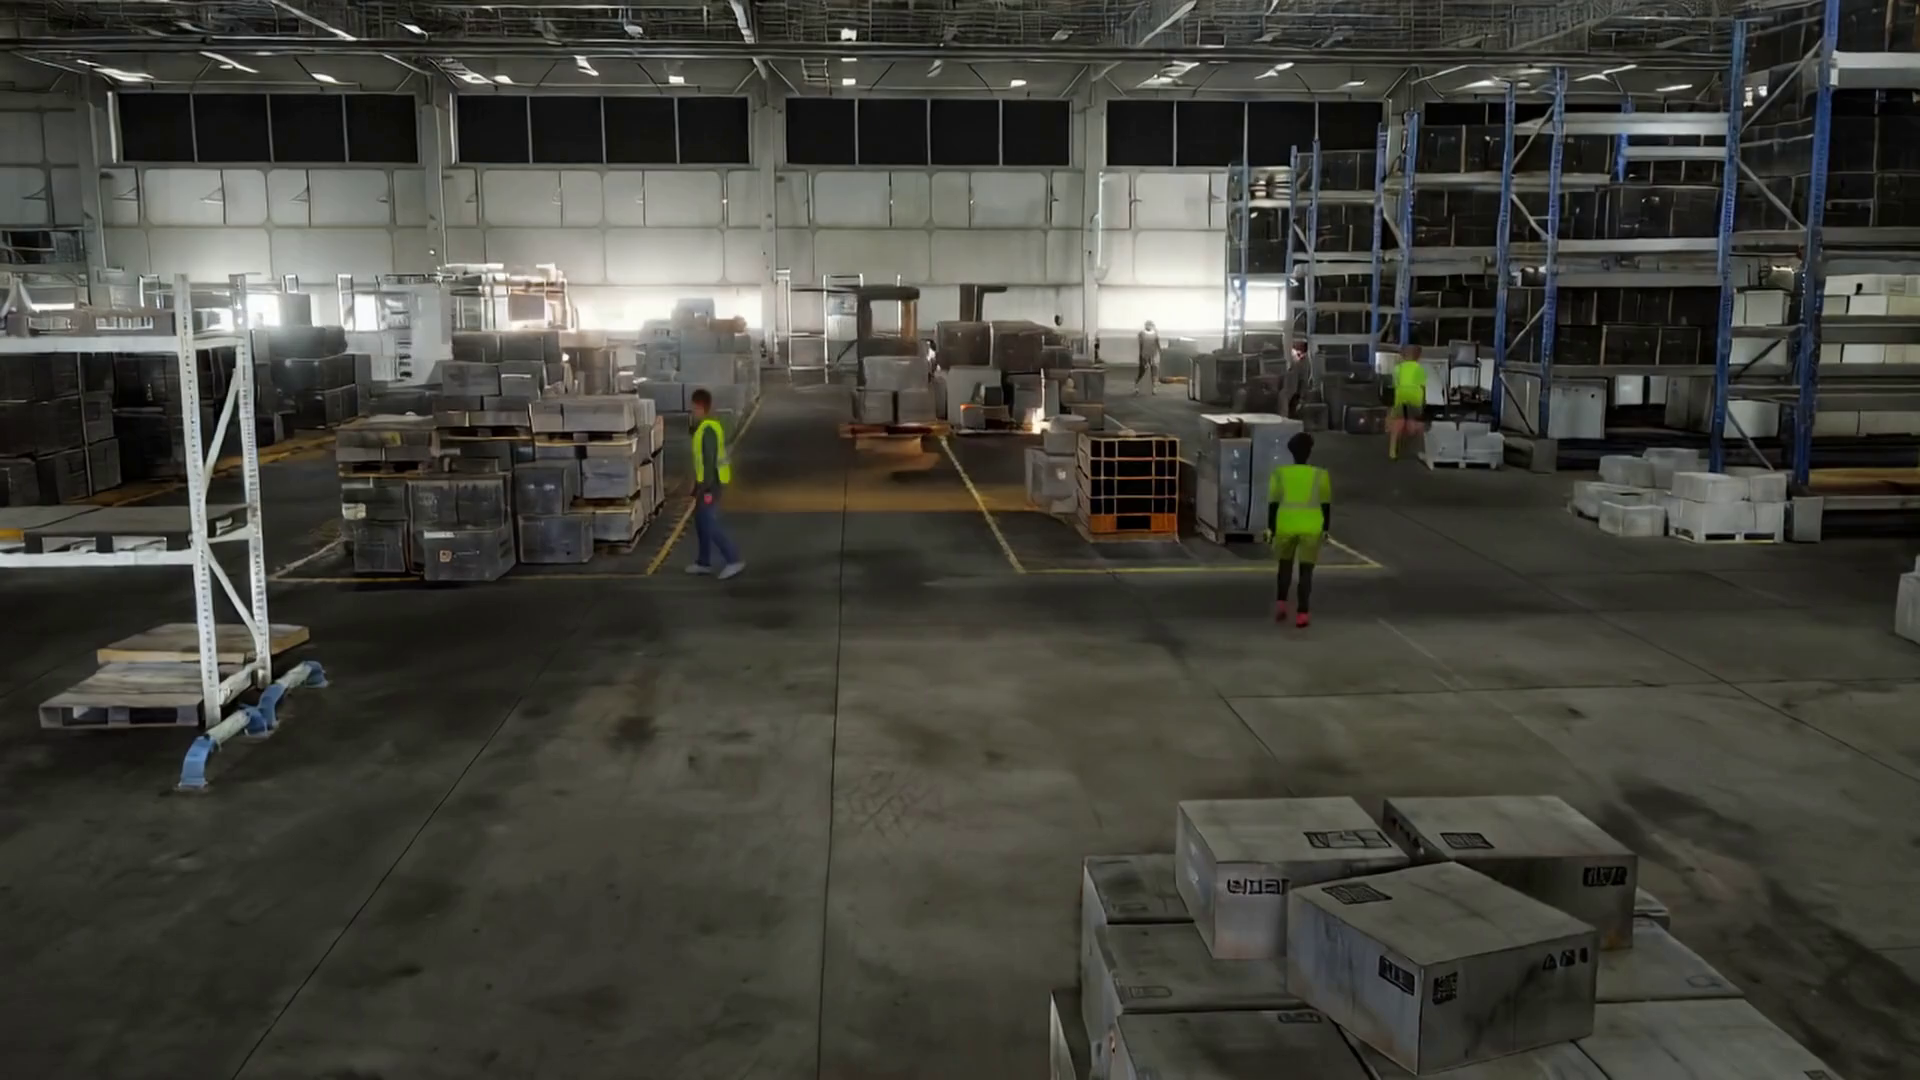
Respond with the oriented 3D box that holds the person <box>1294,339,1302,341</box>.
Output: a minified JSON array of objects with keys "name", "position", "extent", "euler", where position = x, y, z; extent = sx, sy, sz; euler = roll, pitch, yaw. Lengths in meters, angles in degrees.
[{"name":"person","position":[8.553,-4.419,41.706],"extent":[0.483,1.624,0.576],"euler":[-4,10,-21]}]

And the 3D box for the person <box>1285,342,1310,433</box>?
[{"name":"person","position":[5.716,-2.407,28.202],"extent":[0.402,1.904,0.652],"euler":[2,9,10]}]

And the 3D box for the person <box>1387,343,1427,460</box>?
[{"name":"person","position":[7.456,-2.283,27.410],"extent":[0.677,1.902,0.984],"euler":[9,13,44]}]

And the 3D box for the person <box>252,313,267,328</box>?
[{"name":"person","position":[-20.394,-5.669,48.600],"extent":[0.547,1.930,0.382],"euler":[3,10,19]}]

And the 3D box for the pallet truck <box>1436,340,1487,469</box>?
[{"name":"pallet truck","position":[8.004,-2.170,26.422],"extent":[0.823,1.965,1.885],"euler":[2,9,14]}]

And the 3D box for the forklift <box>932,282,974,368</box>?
[{"name":"forklift","position":[0.184,-5.571,45.012],"extent":[1.873,2.768,1.129],"euler":[-1,9,-4]}]

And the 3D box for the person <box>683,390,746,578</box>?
[{"name":"person","position":[-2.496,-0.571,16.745],"extent":[0.552,1.897,0.723],"euler":[-2,9,-13]}]

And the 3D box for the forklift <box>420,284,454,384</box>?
[{"name":"forklift","position":[-12.016,-4.519,38.407],"extent":[1.873,2.768,1.129],"euler":[2,9,11]}]

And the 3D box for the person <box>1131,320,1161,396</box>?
[{"name":"person","position":[4.674,-4.554,41.709],"extent":[0.633,1.897,0.871],"euler":[-5,10,-30]}]

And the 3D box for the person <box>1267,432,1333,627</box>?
[{"name":"person","position":[2.927,-0.087,14.344],"extent":[0.541,1.684,0.391],"euler":[4,10,21]}]

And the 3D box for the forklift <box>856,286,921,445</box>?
[{"name":"forklift","position":[-1.310,-3.175,29.967],"extent":[1.129,2.768,1.873],"euler":[-1,9,-4]}]
